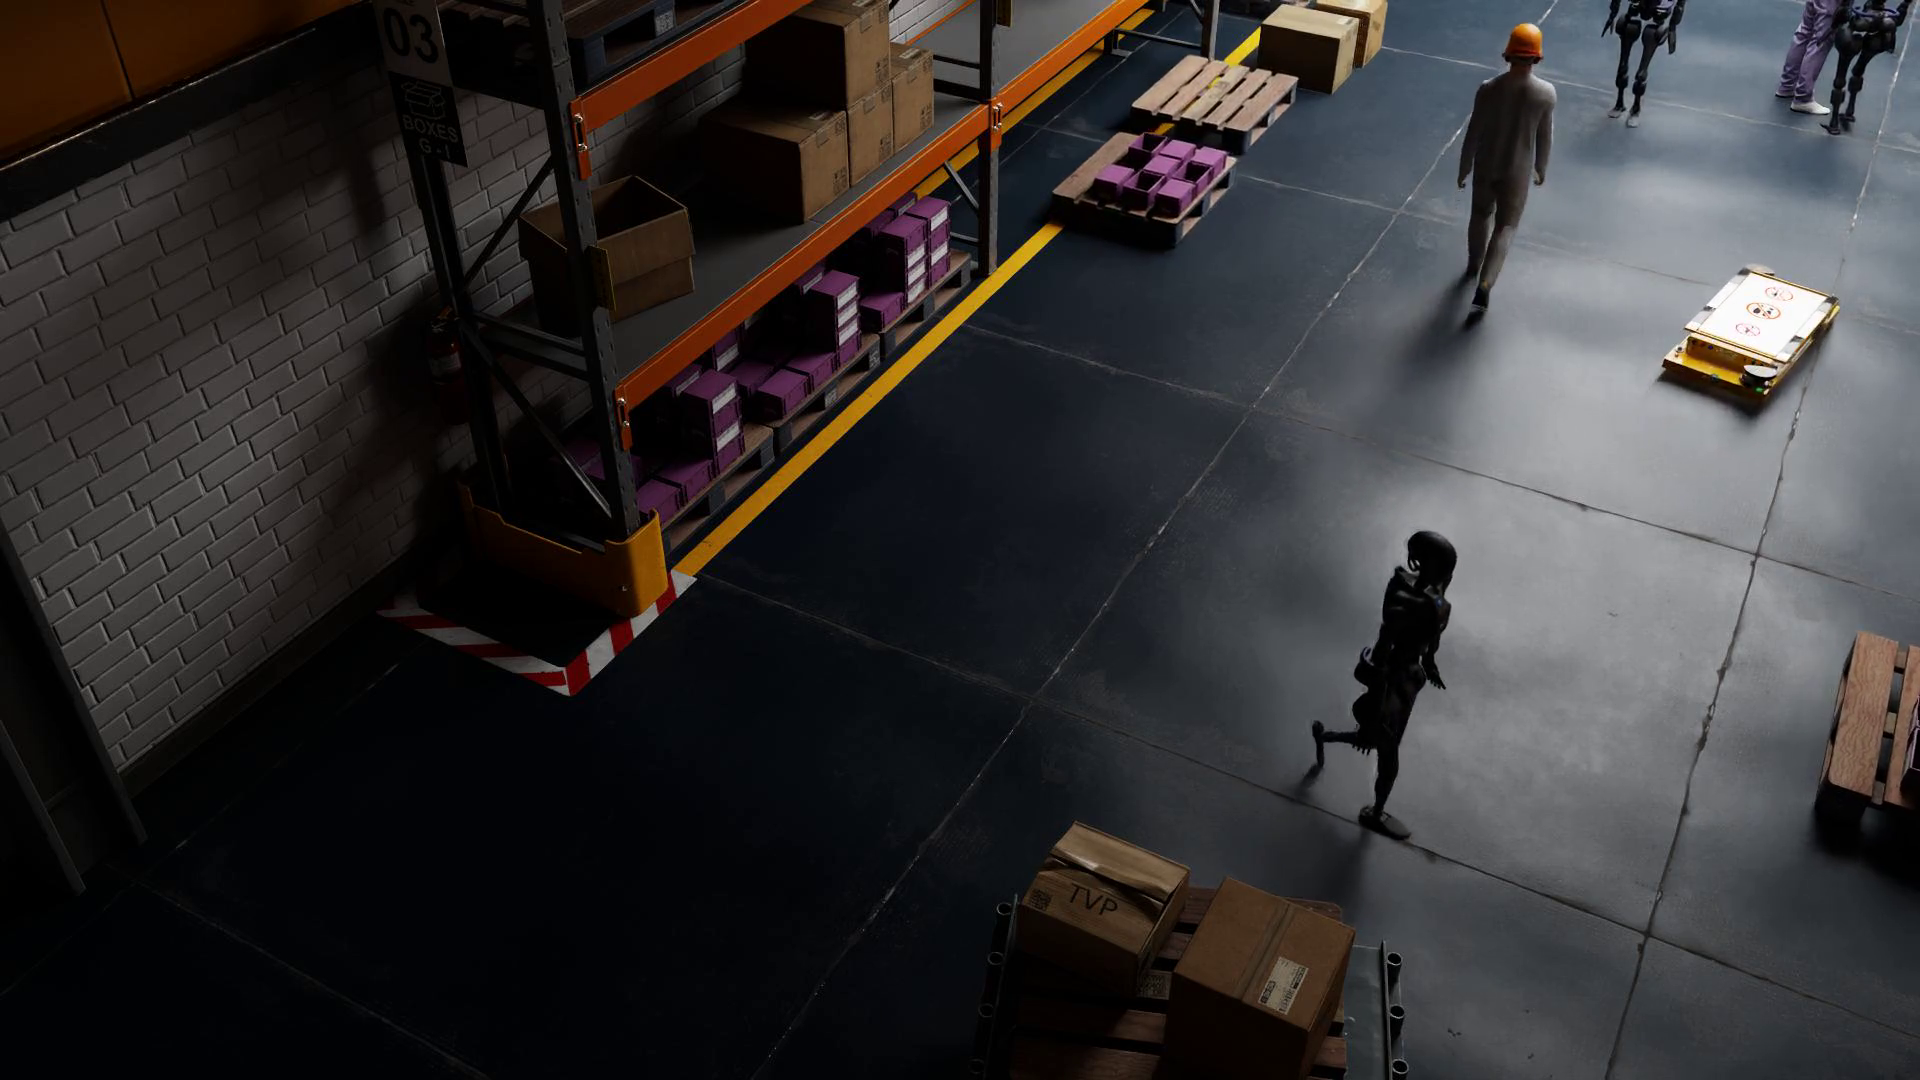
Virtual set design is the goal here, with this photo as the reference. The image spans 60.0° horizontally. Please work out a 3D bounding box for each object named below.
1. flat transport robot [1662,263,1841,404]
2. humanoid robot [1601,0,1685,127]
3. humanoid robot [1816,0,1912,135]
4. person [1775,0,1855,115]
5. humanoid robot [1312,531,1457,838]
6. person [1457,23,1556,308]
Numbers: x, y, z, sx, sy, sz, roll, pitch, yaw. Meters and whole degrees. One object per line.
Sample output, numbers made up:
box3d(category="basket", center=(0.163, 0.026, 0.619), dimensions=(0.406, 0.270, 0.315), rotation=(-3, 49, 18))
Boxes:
box3d(category="flat transport robot", center=(5.234, -1.379, 10.944), dimensions=(0.659, 0.231, 1.431), rotation=(28, 46, 30))
box3d(category="humanoid robot", center=(5.453, -4.140, 13.272), dimensions=(0.610, 1.640, 0.464), rotation=(26, 45, 29))
box3d(category="humanoid robot", center=(7.149, -4.050, 13.160), dimensions=(0.595, 1.650, 0.372), rotation=(0, 39, 0))
box3d(category="person", center=(7.067, -4.416, 13.431), dimensions=(0.414, 1.908, 0.640), rotation=(0, 39, 0))
box3d(category="humanoid robot", center=(1.863, 0.591, 7.362), dimensions=(0.599, 1.632, 0.610), rotation=(28, 46, 30))
box3d(category="person", center=(3.603, -2.472, 11.044), dimensions=(0.563, 1.867, 0.842), rotation=(15, 41, 18))
